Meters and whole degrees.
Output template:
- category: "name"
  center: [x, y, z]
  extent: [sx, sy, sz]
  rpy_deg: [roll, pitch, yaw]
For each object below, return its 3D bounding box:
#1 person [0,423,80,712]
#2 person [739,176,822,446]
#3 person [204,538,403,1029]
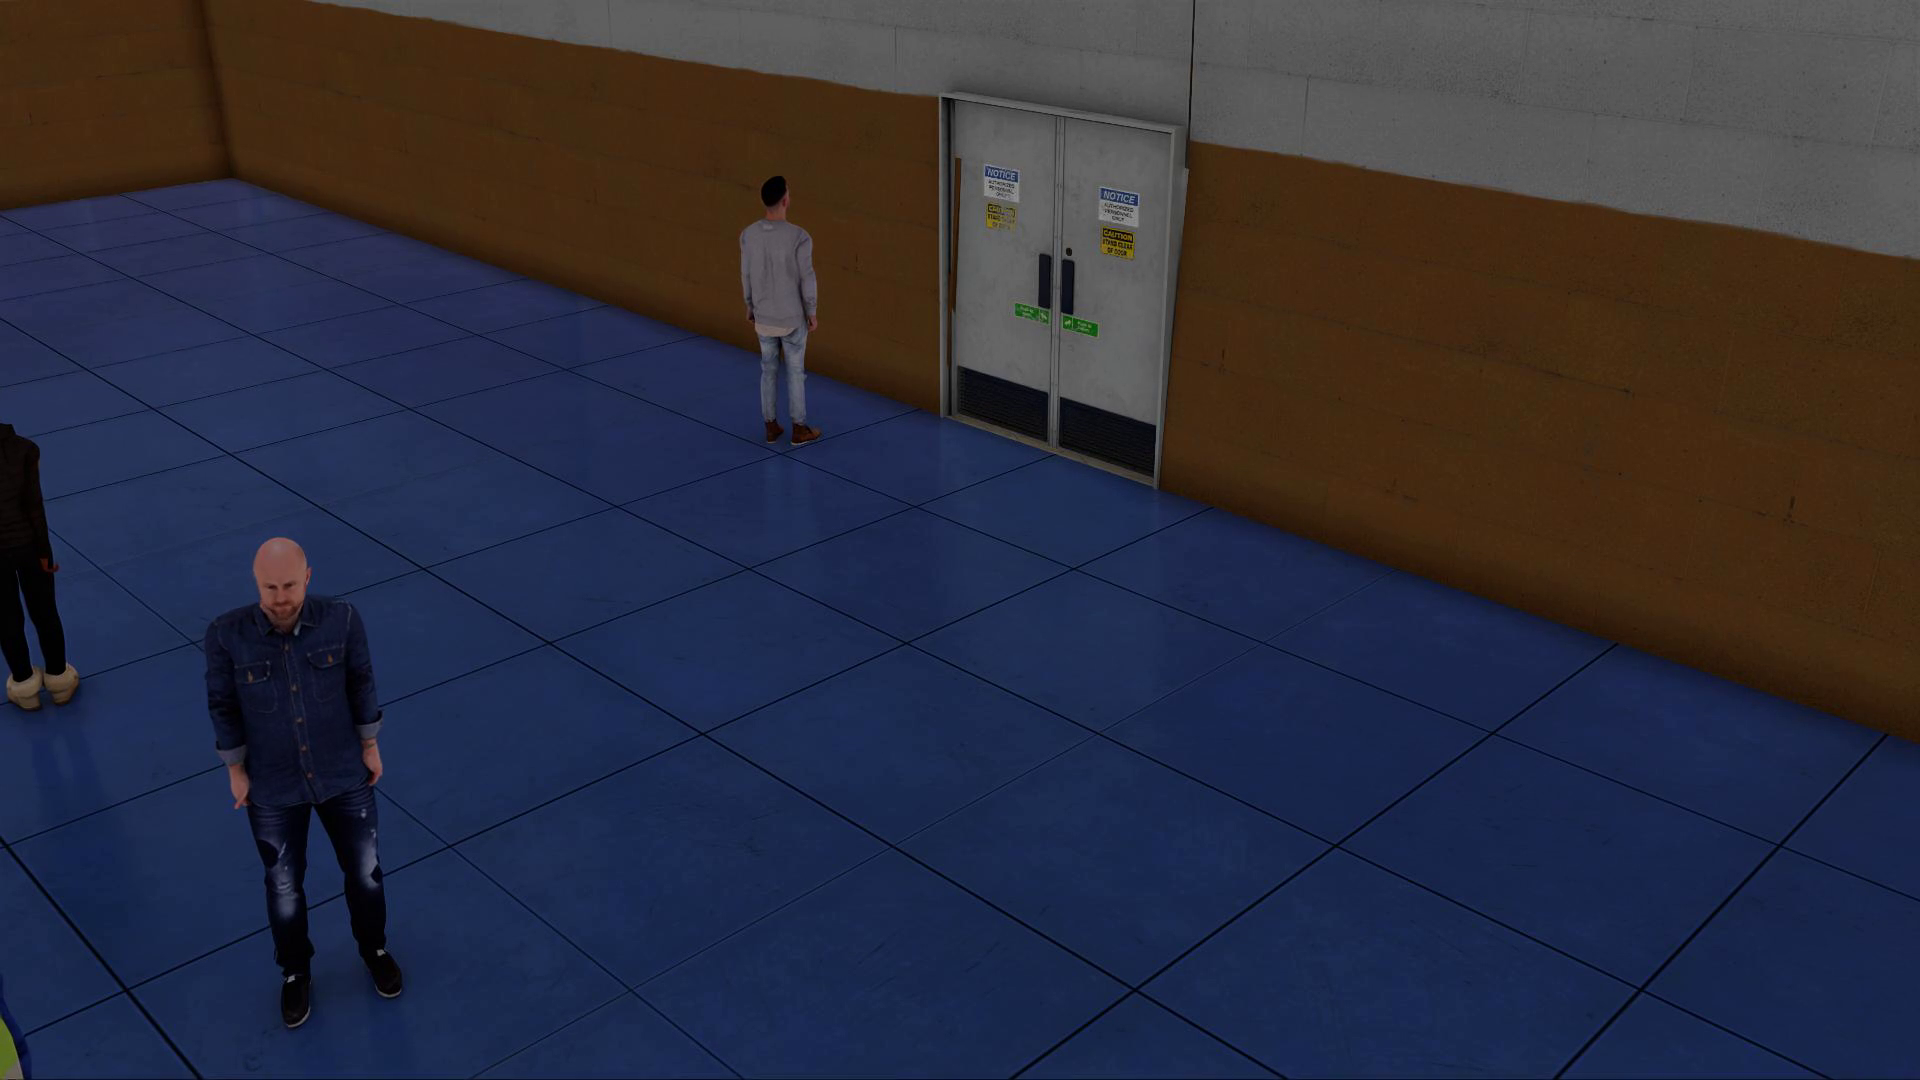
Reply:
- category: "person"
  center: [-4.474, 0.051, 7.840]
  extent: [0.665, 1.660, 0.592]
  rpy_deg: [9, 25, 19]
- category: "person"
  center: [-1.216, -1.549, 11.273]
  extent: [0.761, 1.839, 0.727]
  rpy_deg: [8, 25, 17]
- category: "person"
  center: [-2.295, 0.831, 5.850]
  extent: [0.654, 1.827, 0.843]
  rpy_deg: [-11, 26, -24]
